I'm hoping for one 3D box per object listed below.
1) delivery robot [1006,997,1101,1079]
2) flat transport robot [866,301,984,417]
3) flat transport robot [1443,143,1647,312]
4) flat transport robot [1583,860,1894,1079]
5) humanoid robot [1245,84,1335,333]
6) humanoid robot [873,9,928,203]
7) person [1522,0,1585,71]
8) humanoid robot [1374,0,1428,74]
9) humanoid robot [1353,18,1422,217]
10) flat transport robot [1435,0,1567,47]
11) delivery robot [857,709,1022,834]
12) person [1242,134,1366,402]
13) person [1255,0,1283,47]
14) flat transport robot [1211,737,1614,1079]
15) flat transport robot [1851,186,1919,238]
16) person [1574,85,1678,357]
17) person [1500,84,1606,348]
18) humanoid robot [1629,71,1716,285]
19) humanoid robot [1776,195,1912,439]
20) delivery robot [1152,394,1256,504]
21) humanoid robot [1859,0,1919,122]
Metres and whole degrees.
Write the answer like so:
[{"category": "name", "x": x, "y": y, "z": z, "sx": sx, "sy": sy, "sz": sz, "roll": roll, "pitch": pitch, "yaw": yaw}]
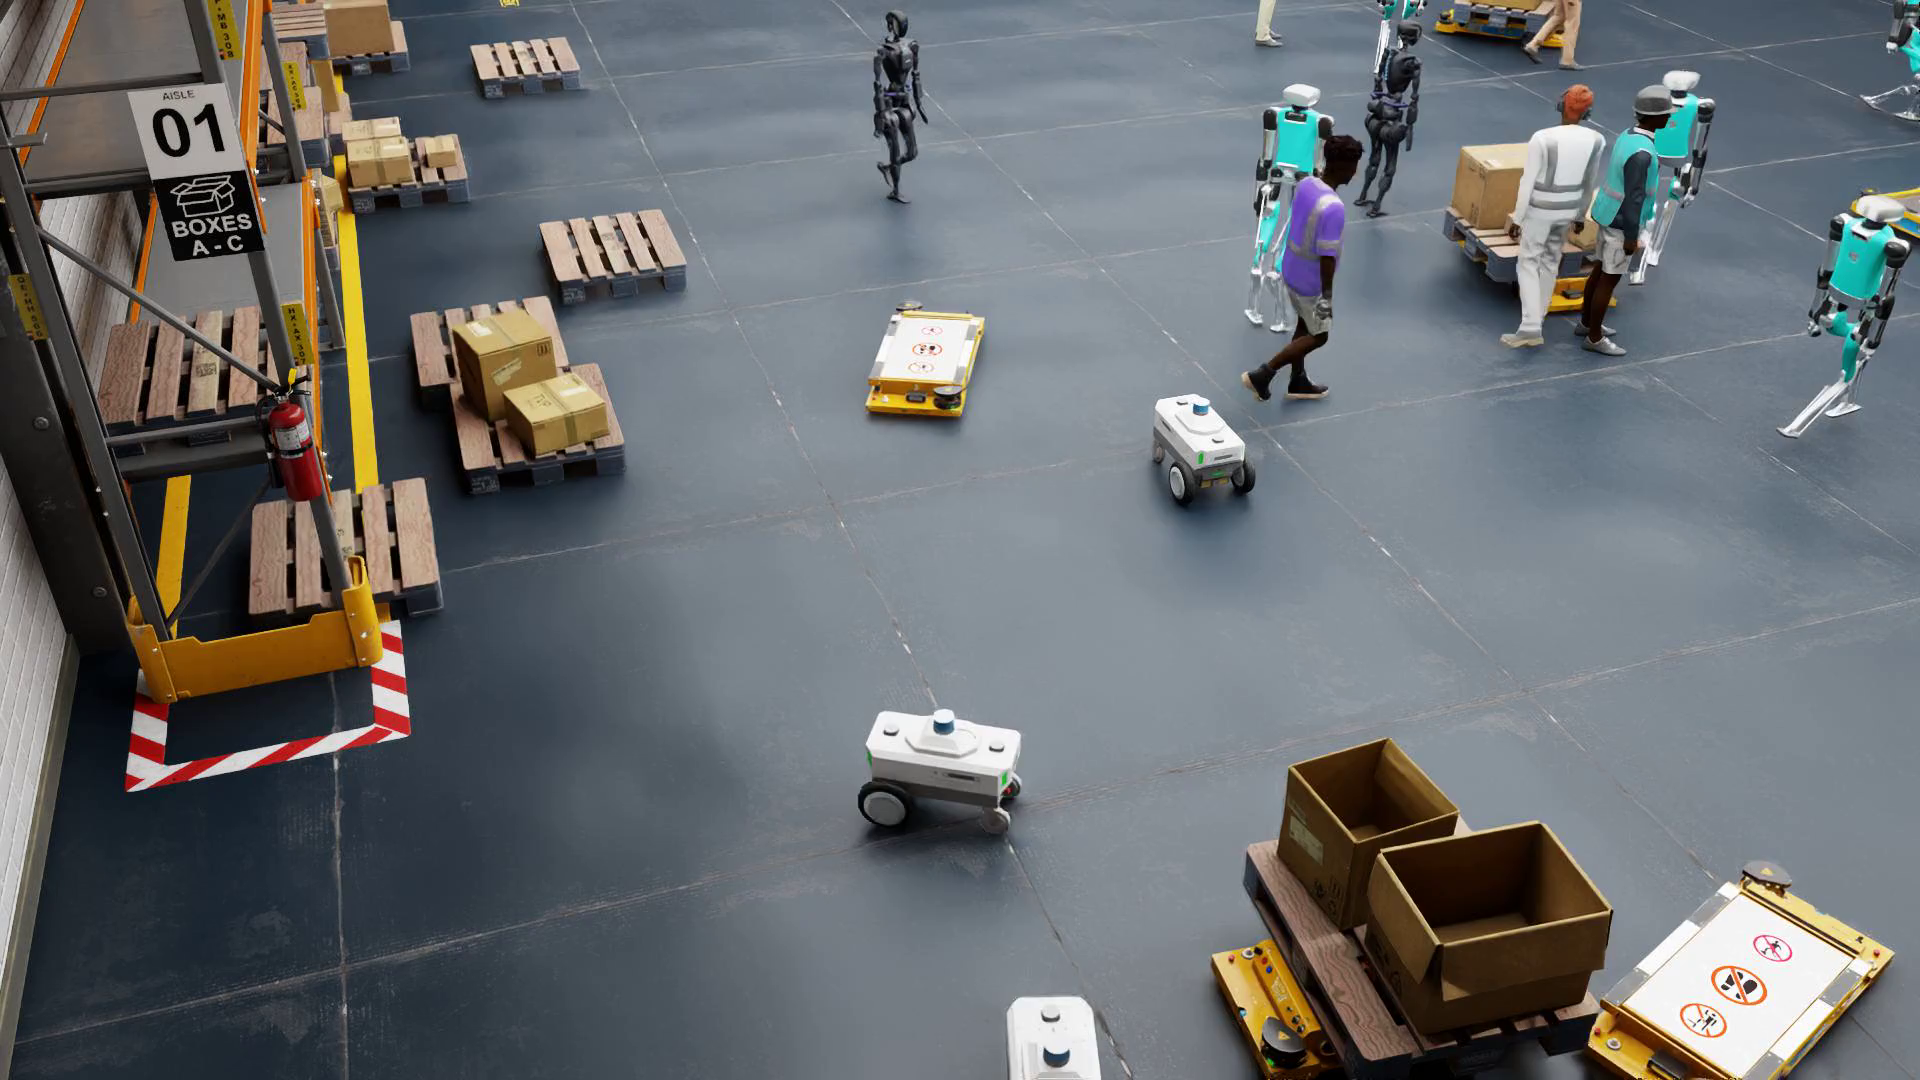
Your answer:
[{"category": "delivery robot", "x": 0.361, "y": 2.114, "z": 6.346, "sx": 0.499, "sy": 0.587, "sz": 0.769, "roll": -1, "pitch": 33, "yaw": -1}, {"category": "flat transport robot", "x": -0.229, "y": -1.297, "z": 11.847, "sx": 0.659, "sy": 0.231, "sz": 1.431, "roll": 4, "pitch": 33, "yaw": 6}, {"category": "flat transport robot", "x": 4.576, "y": -2.196, "z": 13.227, "sx": 0.659, "sy": 0.231, "sz": 1.431, "roll": -6, "pitch": 34, "yaw": -8}, {"category": "flat transport robot", "x": 3.265, "y": 1.891, "z": 6.958, "sx": 1.431, "sy": 0.231, "sz": 0.659, "roll": -25, "pitch": 41, "yaw": -33}, {"category": "humanoid robot", "x": 2.311, "y": -2.362, "z": 12.136, "sx": 0.541, "sy": 1.774, "sz": 0.777, "roll": 19, "pitch": 37, "yaw": 26}, {"category": "humanoid robot", "x": -0.600, "y": -3.742, "z": 14.312, "sx": 0.491, "sy": 1.638, "sz": 0.584, "roll": 25, "pitch": 40, "yaw": 33}, {"category": "person", "x": 6.360, "y": -5.773, "z": 17.439, "sx": 0.592, "sy": 1.658, "sz": 0.483, "roll": -2, "pitch": 33, "yaw": -4}, {"category": "humanoid robot", "x": 4.543, "y": -5.647, "z": 17.052, "sx": 0.533, "sy": 1.677, "sz": 0.735, "roll": 6, "pitch": 34, "yaw": 10}, {"category": "humanoid robot", "x": 3.623, "y": -3.575, "z": 14.061, "sx": 0.364, "sy": 1.641, "sz": 0.585, "roll": -15, "pitch": 36, "yaw": -21}, {"category": "flat transport robot", "x": 6.177, "y": -5.825, "z": 18.792, "sx": 1.431, "sy": 0.231, "sz": 0.659, "roll": 17, "pitch": 37, "yaw": 24}, {"category": "delivery robot", "x": -0.091, "y": 1.067, "z": 7.952, "sx": 0.773, "sy": 0.586, "sz": 0.499, "roll": 7, "pitch": 34, "yaw": 11}, {"category": "person", "x": 2.264, "y": -1.744, "z": 11.007, "sx": 0.618, "sy": 1.936, "sz": 0.644, "roll": -4, "pitch": 33, "yaw": -6}, {"category": "person", "x": 3.423, "y": -6.356, "z": 18.175, "sx": 0.383, "sy": 1.835, "sz": 0.569, "roll": 4, "pitch": 33, "yaw": 6}, {"category": "flat transport robot", "x": 1.852, "y": 1.856, "z": 7.012, "sx": 1.431, "sy": 0.231, "sz": 0.659, "roll": -8, "pitch": 34, "yaw": -12}, {"category": "flat transport robot", "x": 8.254, "y": -2.624, "z": 13.883, "sx": 0.659, "sy": 0.231, "sz": 1.431, "roll": -11, "pitch": 35, "yaw": -16}, {"category": "person", "x": 4.690, "y": -2.274, "z": 11.818, "sx": 0.423, "sy": 1.941, "sz": 0.552, "roll": 5, "pitch": 33, "yaw": 8}, {"category": "person", "x": 4.284, "y": -2.293, "z": 11.931, "sx": 0.634, "sy": 1.861, "sz": 0.583, "roll": -7, "pitch": 34, "yaw": -11}, {"category": "humanoid robot", "x": 5.447, "y": -2.811, "z": 12.855, "sx": 0.559, "sy": 1.749, "sz": 1.034, "roll": 16, "pitch": 36, "yaw": 22}, {"category": "humanoid robot", "x": 5.823, "y": -1.419, "z": 10.712, "sx": 1.052, "sy": 1.731, "sz": 0.557, "roll": -15, "pitch": 36, "yaw": -22}, {"category": "delivery robot", "x": 1.511, "y": -0.618, "z": 10.524, "sx": 0.499, "sy": 0.572, "sz": 0.747, "roll": -11, "pitch": 35, "yaw": -16}, {"category": "humanoid robot", "x": 9.191, "y": -4.797, "z": 15.863, "sx": 0.542, "sy": 1.740, "sz": 0.977, "roll": -16, "pitch": 36, "yaw": -23}]
